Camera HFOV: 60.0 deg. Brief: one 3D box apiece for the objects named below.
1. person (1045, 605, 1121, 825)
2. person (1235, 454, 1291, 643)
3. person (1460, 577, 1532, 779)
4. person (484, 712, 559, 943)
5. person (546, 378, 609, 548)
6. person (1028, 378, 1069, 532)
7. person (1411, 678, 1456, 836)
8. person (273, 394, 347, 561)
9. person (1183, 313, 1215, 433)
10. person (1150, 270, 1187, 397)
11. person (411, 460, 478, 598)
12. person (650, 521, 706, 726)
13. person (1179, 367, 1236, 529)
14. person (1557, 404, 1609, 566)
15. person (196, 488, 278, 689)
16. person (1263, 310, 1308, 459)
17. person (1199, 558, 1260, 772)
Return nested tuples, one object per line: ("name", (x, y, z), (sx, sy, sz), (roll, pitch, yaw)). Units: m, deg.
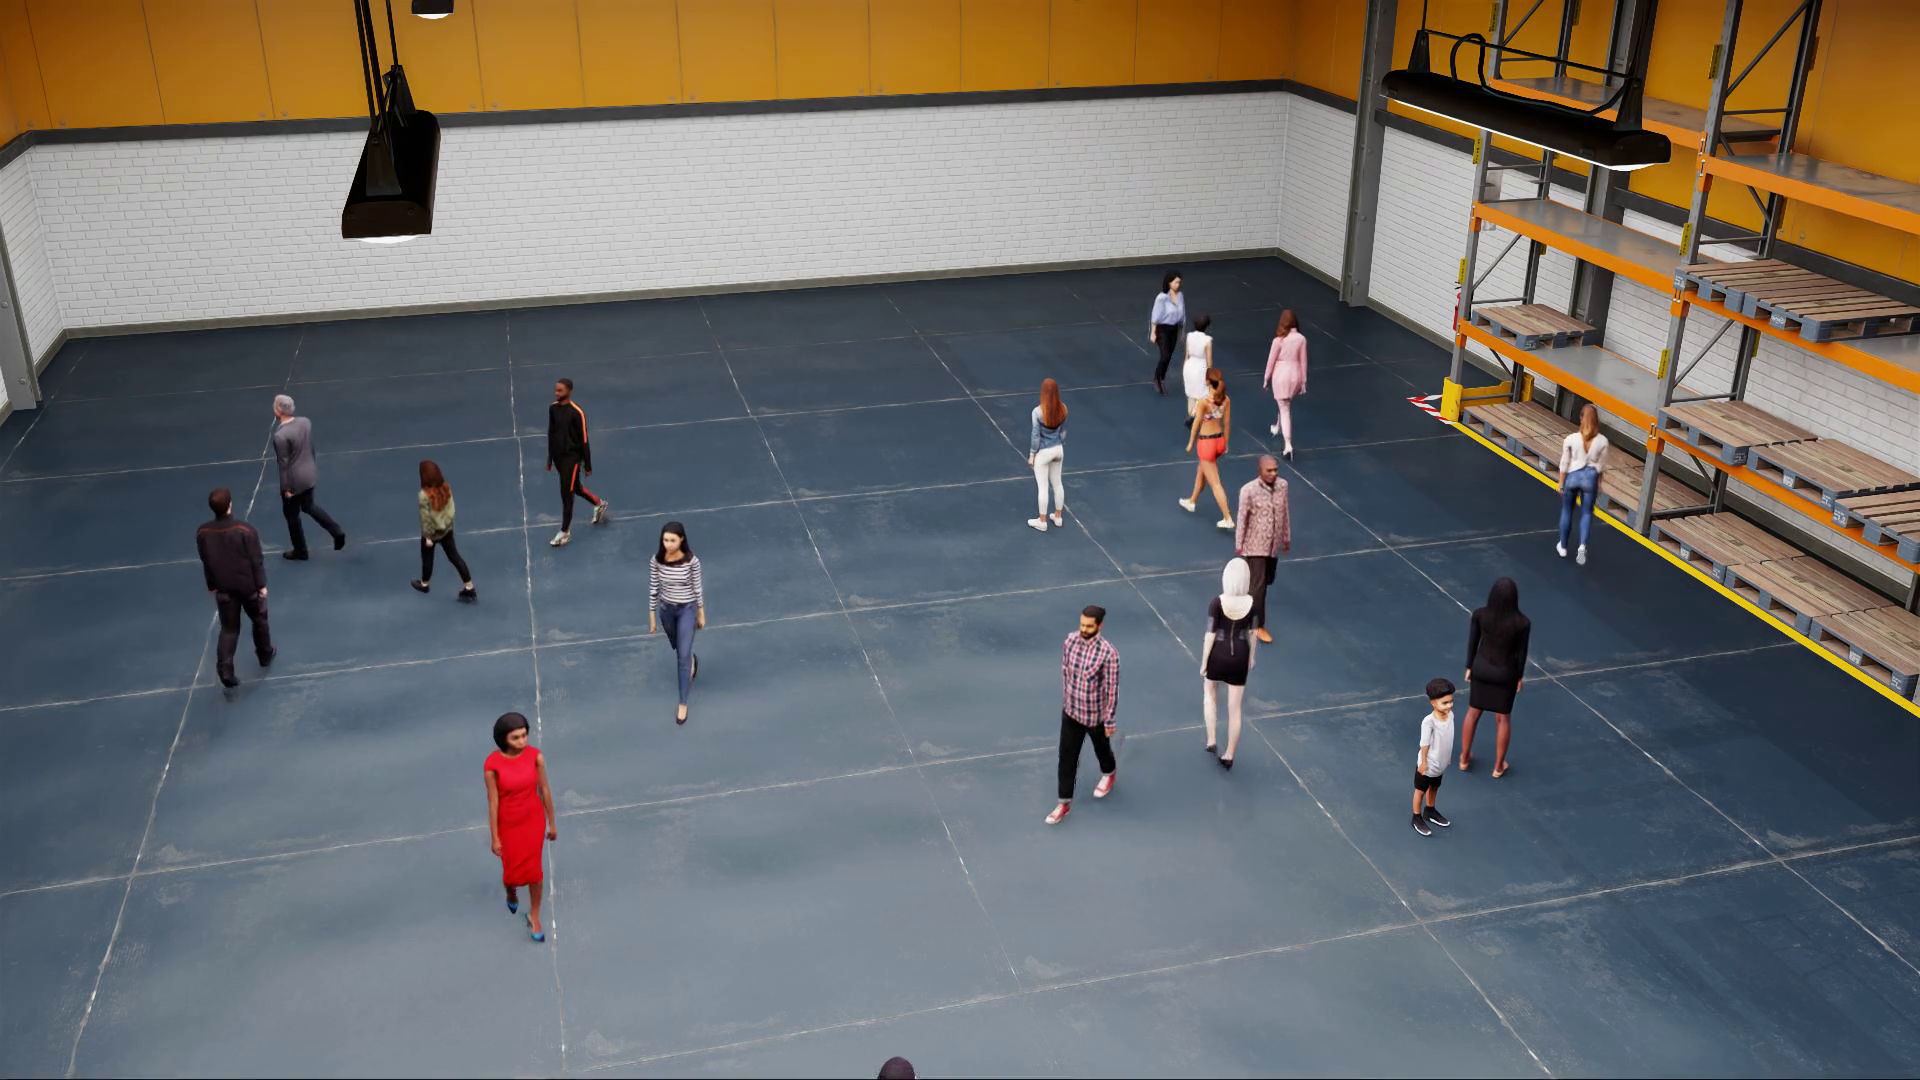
("person", (1.034, 1.294, 12.917), (1.173, 1.728, 1.198), (16, 28, 31))
("person", (2.833, 0.013, 15.785), (0.825, 1.778, 1.152), (-11, 26, -24))
("person", (4.302, 1.089, 13.397), (0.662, 1.719, 0.710), (12, 26, 25))
("person", (-3.047, 1.945, 11.421), (0.717, 1.733, 0.793), (-15, 28, -31))
("person", (-4.132, -0.886, 17.843), (1.169, 1.777, 1.195), (15, 28, 30))
("person", (0.971, -0.932, 18.041), (0.668, 1.702, 0.624), (-14, 27, -29))
("person", (3.628, 1.631, 12.730), (0.555, 1.261, 0.582), (-16, 28, -32))
("person", (-6.785, -0.630, 17.202), (1.053, 1.822, 1.046), (6, 24, 14))
("person", (2.932, -2.059, 20.826), (0.792, 1.538, 0.832), (16, 28, 33))
("person", (2.711, -2.776, 22.222), (0.768, 1.733, 0.751), (-16, 28, -32))
("person", (-5.079, -0.063, 16.385), (1.076, 1.437, 1.025), (13, 27, 27))
("person", (-2.412, 0.642, 14.372), (0.843, 1.758, 1.201), (1, 24, 3))
("person", (2.766, -0.951, 18.034), (0.818, 1.743, 1.228), (-14, 27, -28))
("person", (6.422, -0.548, 17.157), (0.883, 1.707, 1.042), (5, 24, 11))
("person", (-6.451, 0.445, 14.756), (0.872, 1.812, 1.188), (-2, 24, -4))
("person", (3.967, -1.844, 20.058), (0.706, 1.758, 1.126), (-3, 24, -8))
("person", (2.180, 1.036, 13.398), (0.684, 1.816, 0.699), (-2, 24, -4))
